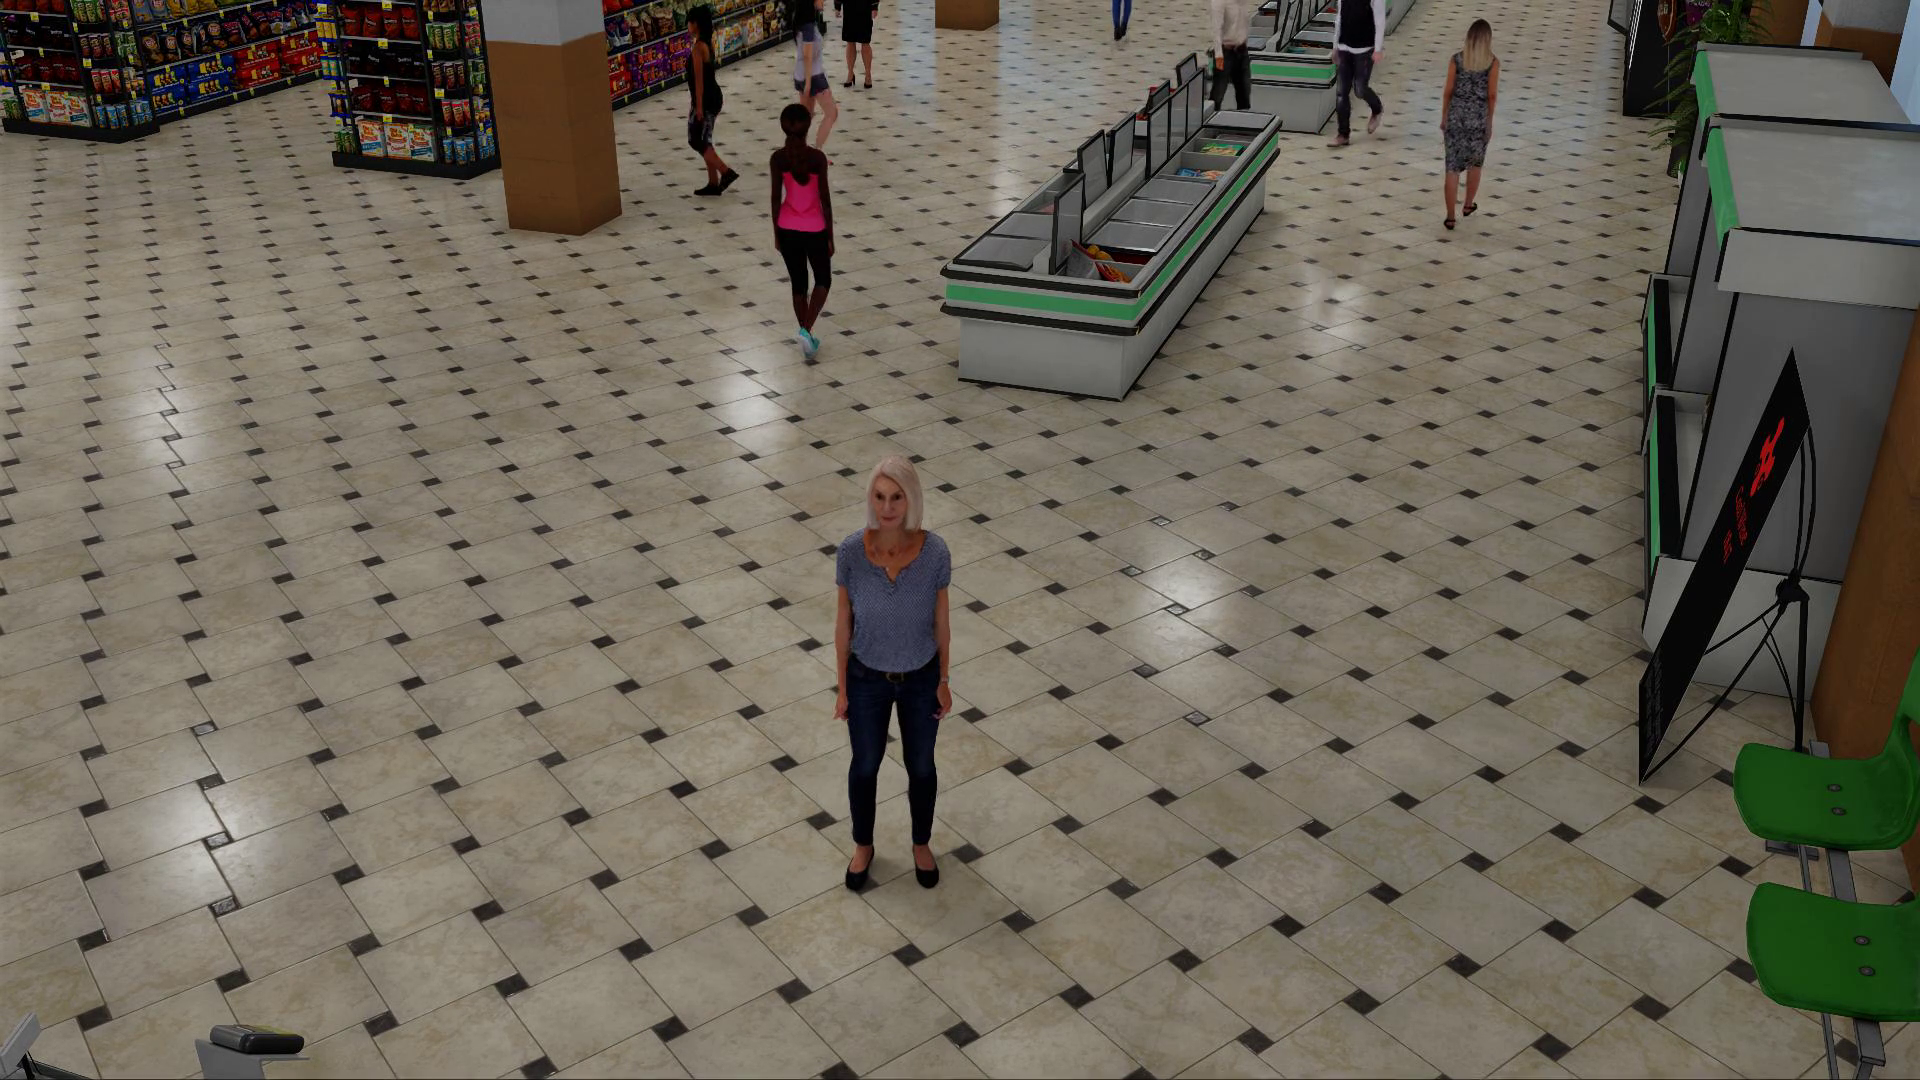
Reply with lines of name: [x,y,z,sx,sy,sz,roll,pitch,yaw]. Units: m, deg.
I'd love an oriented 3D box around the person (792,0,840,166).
person: [-1.484,-4.324,15.565,0.808,1.689,0.737,-8,28,-16]

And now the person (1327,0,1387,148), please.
person: [3.942,-4.790,16.356,0.956,1.805,1.097,23,35,38]

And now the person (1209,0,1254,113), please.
person: [2.587,-4.758,16.327,1.080,1.774,1.108,-15,30,-27]

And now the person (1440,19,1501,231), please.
person: [4.170,-3.397,13.743,0.597,1.683,0.869,10,29,19]

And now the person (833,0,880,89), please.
person: [-1.161,-6.008,18.901,0.727,1.675,0.672,5,27,10]

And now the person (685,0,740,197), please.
person: [-2.163,-3.857,14.677,0.751,1.659,0.667,0,27,0]

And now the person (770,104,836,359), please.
person: [-1.044,-1.974,10.904,0.669,1.713,0.860,4,27,7]

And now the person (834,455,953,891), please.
person: [-0.246,0.490,6.035,0.645,1.722,0.625,0,27,-1]
